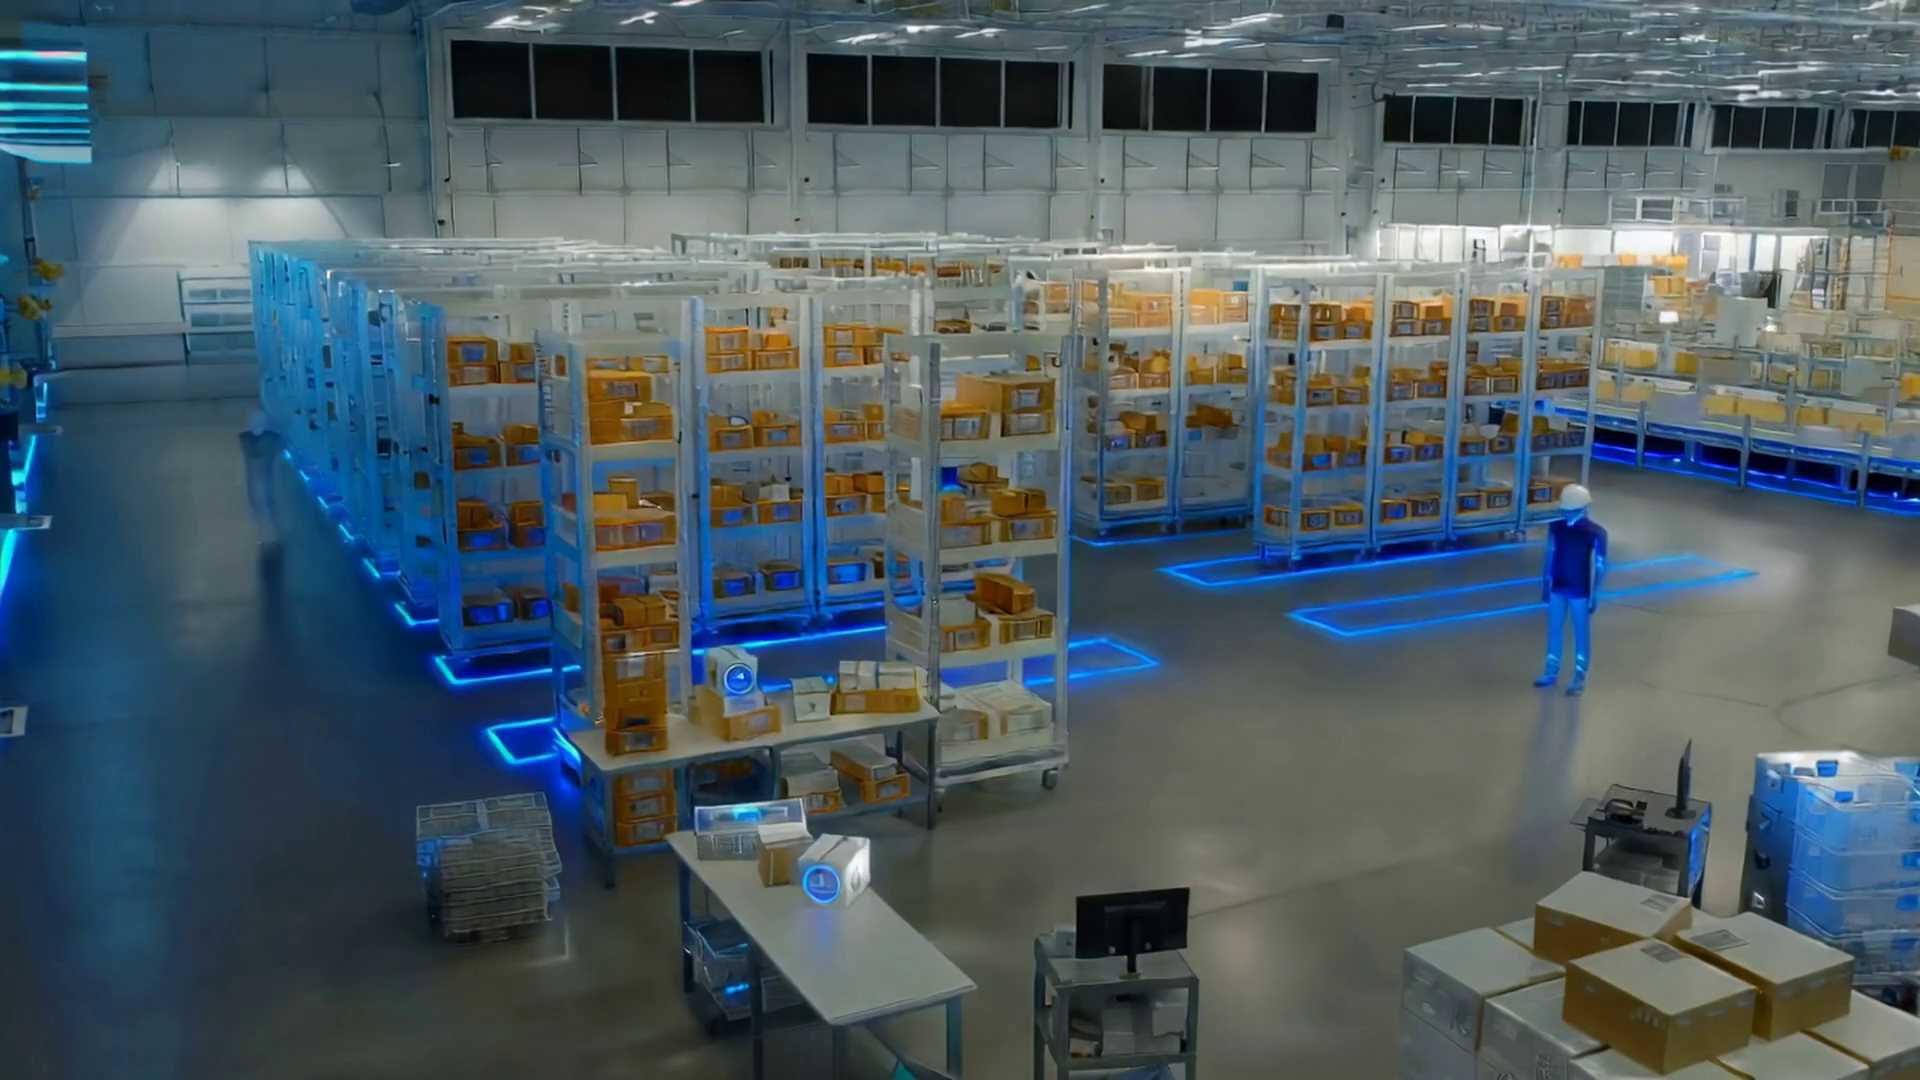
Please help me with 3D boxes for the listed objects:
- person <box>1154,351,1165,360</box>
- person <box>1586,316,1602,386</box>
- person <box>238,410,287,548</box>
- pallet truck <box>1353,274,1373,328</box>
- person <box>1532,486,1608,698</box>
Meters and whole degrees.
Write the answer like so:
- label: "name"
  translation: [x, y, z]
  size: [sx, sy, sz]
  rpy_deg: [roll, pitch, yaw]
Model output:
- label: "person"
  translation: [4.092, -3.644, 35.036]
  size: [0.627, 1.818, 0.501]
  rpy_deg: [2, 12, 10]
- label: "person"
  translation: [14.339, -4.187, 37.715]
  size: [0.331, 1.768, 0.526]
  rpy_deg: [-1, 12, -6]
- label: "person"
  translation: [-9.235, -0.857, 22.099]
  size: [0.582, 1.798, 0.966]
  rpy_deg: [-2, 12, -8]
- label: "pallet truck"
  translation: [13.011, -8.050, 55.243]
  size: [0.823, 1.965, 1.885]
  rpy_deg: [-7, 14, -28]
- label: "person"
  translation: [5.667, 0.469, 15.431]
  size: [0.407, 1.983, 0.612]
  rpy_deg: [-8, 14, -33]
